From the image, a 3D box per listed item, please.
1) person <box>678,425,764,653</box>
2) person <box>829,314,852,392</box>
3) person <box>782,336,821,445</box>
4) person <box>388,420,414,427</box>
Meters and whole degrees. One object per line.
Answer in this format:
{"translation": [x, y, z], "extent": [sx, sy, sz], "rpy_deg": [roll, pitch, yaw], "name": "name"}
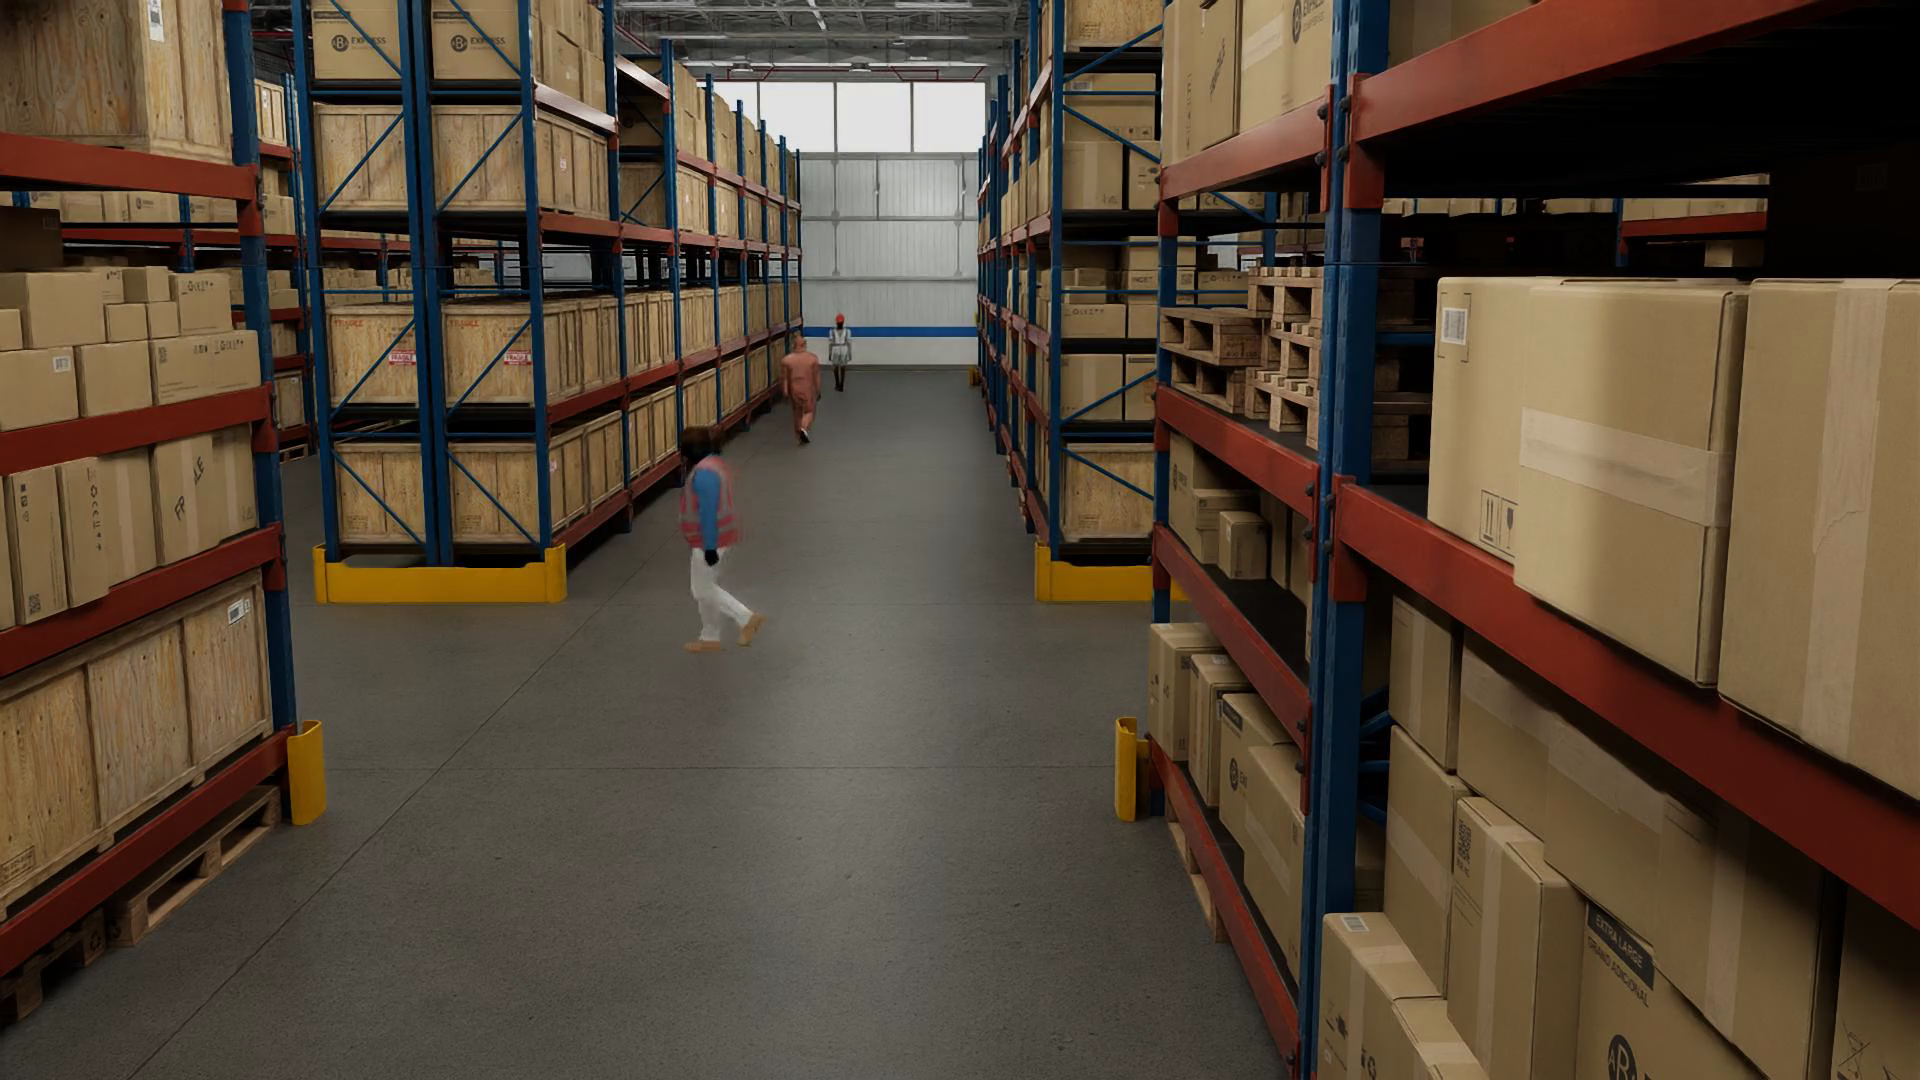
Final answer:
{"translation": [-1.905, 0.009, 13.023], "extent": [0.590, 1.827, 0.656], "rpy_deg": [-1, 9, -8], "name": "person"}
{"translation": [-2.943, -4.598, 40.992], "extent": [0.578, 1.911, 0.750], "rpy_deg": [-1, 9, -5], "name": "person"}
{"translation": [-2.719, -2.557, 28.550], "extent": [0.667, 1.892, 0.486], "rpy_deg": [2, 9, 10], "name": "person"}
{"translation": [-6.599, -1.140, 20.062], "extent": [0.560, 1.835, 0.387], "rpy_deg": [-6, 11, -34], "name": "person"}
